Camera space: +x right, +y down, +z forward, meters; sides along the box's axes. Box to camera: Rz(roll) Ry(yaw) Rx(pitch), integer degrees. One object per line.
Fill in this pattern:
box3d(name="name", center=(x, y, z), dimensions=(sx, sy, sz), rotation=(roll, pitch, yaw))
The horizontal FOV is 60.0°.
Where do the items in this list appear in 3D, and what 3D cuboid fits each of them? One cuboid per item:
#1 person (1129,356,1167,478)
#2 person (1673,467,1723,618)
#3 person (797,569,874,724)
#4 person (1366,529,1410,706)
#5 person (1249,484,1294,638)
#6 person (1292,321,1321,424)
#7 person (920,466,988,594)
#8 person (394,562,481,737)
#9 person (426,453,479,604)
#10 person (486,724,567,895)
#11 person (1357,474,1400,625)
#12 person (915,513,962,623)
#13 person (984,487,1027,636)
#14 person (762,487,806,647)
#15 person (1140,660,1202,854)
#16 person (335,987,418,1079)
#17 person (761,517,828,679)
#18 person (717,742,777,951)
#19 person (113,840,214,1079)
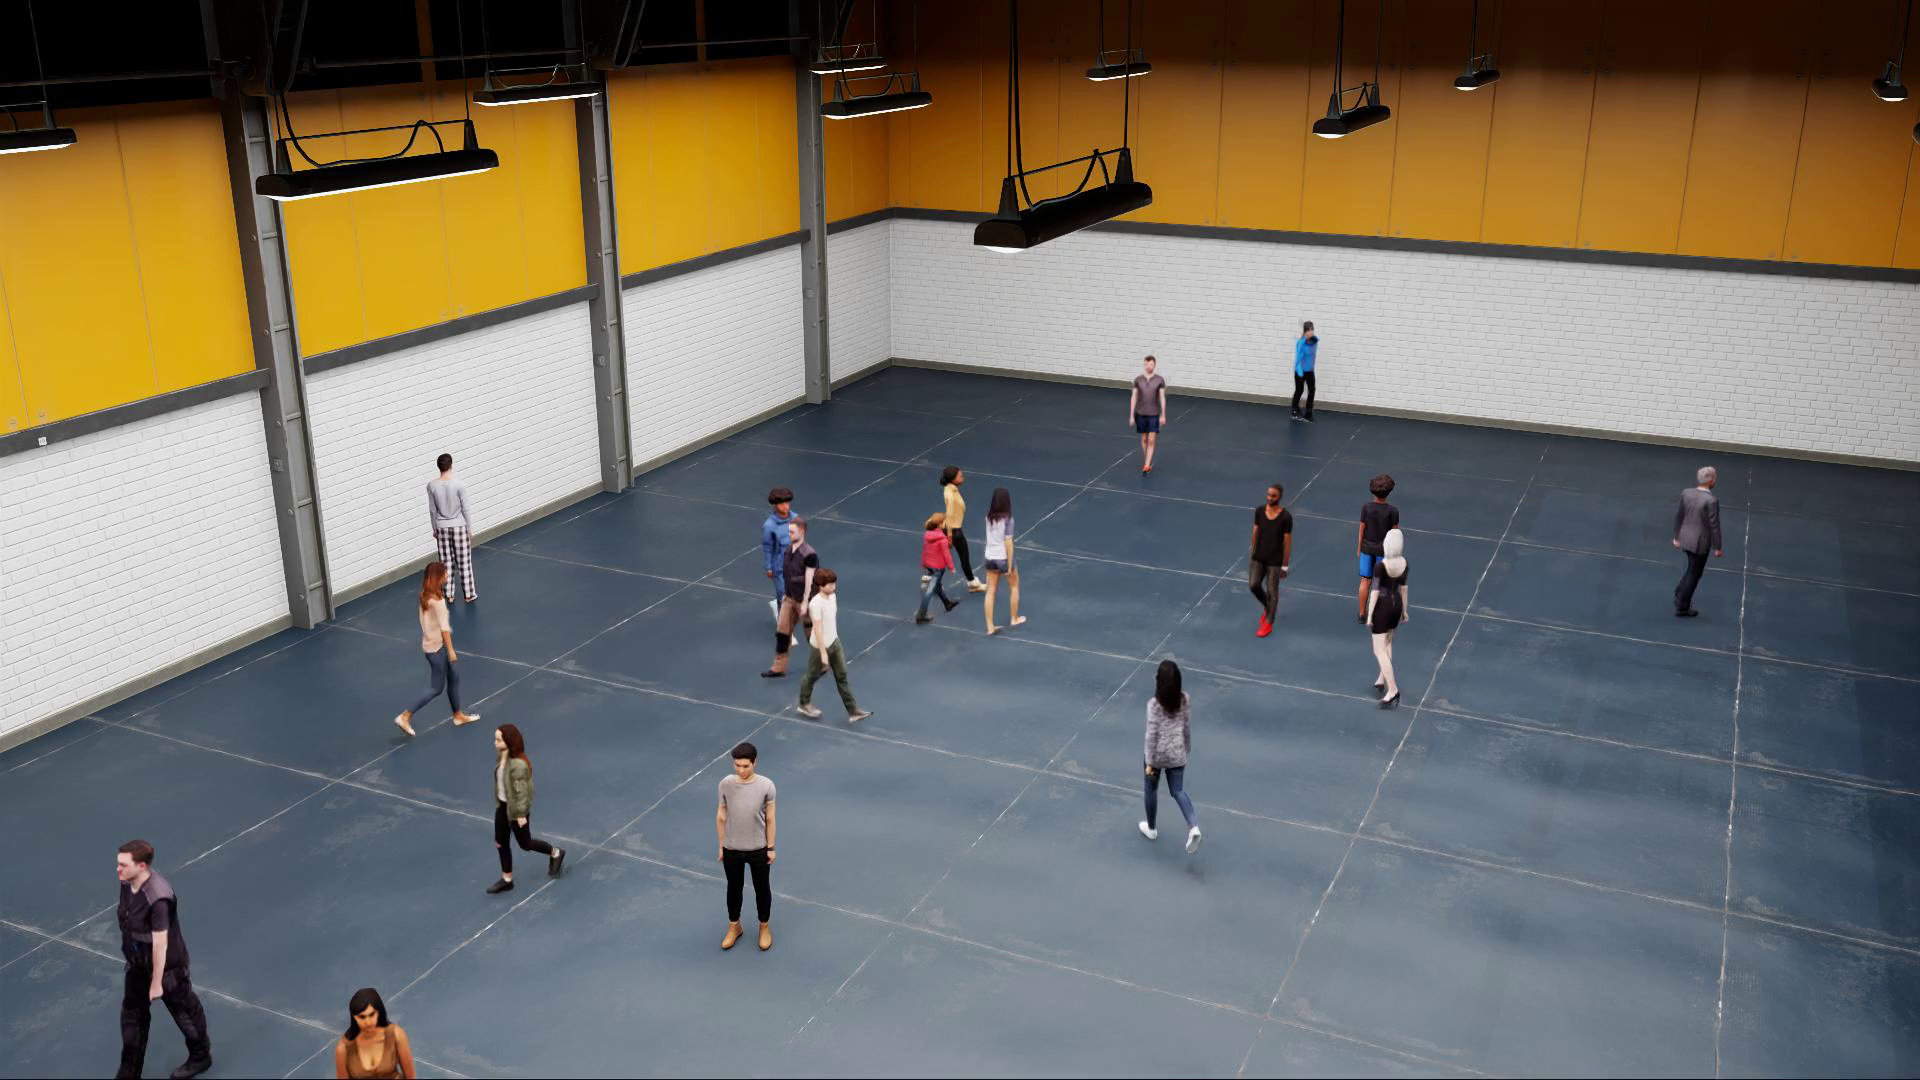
box3d(name="person", center=(2.864, -1.894, 25.241), dimensions=(0.800, 1.812, 1.186), rotation=(5, 19, 15))
box3d(name="person", center=(8.573, 0.033, 19.493), dimensions=(0.901, 1.827, 0.819), rotation=(-4, 19, -13))
box3d(name="person", center=(-1.434, 1.075, 16.744), dimensions=(0.718, 1.608, 1.062), rotation=(10, 21, 28))
box3d(name="person", center=(4.459, 0.800, 17.254), dimensions=(0.890, 1.803, 0.940), rotation=(-11, 22, -30))
box3d(name="person", center=(3.587, 0.200, 19.046), dimensions=(0.750, 1.796, 0.793), rotation=(14, 23, 37))
box3d(name="person", center=(5.811, -2.846, 28.162), dimensions=(0.922, 1.751, 0.965), rotation=(-12, 22, -32))
box3d(name="person", center=(-0.173, -0.094, 20.195), dimensions=(1.046, 1.620, 1.116), rotation=(-2, 19, -6))
box3d(name="person", center=(-5.248, 1.108, 16.407), dimensions=(1.127, 1.760, 0.978), rotation=(-10, 21, -27))
box3d(name="person", center=(-6.106, -0.142, 19.980), dimensions=(0.702, 1.847, 0.694), rotation=(-1, 19, -2))
box3d(name="person", center=(-3.601, 2.193, 13.663), dimensions=(1.006, 1.455, 0.803), rotation=(-16, 24, -40))
box3d(name="person", center=(4.837, 0.112, 19.308), dimensions=(0.603, 1.796, 0.526), rotation=(9, 20, 24))
box3d(name="person", center=(-0.346, 0.347, 19.419), dimensions=(0.987, 1.279, 0.807), rotation=(-13, 22, -33))
box3d(name="person", center=(0.395, 0.266, 18.986), dimensions=(0.697, 1.709, 0.887), rotation=(13, 22, 33))
box3d(name="person", center=(-2.006, 0.255, 18.888), dimensions=(1.030, 1.793, 1.002), rotation=(-13, 23, -34))
box3d(name="person", center=(1.795, 1.881, 14.195), dimensions=(1.061, 1.707, 1.095), rotation=(-8, 20, -22))
box3d(name="person", center=(-3.454, 3.365, 9.885), dimensions=(1.057, 1.645, 1.037), rotation=(-10, 21, -26))
box3d(name="person", center=(-1.601, 0.616, 17.782), dimensions=(1.046, 1.815, 0.878), rotation=(-17, 25, -42))
box3d(name="person", center=(-1.642, 2.337, 12.830), dimensions=(0.672, 1.713, 0.644), rotation=(1, 19, 4))
box3d(name="person", center=(-5.324, 2.819, 11.221), dimensions=(0.887, 1.826, 1.041), rotation=(14, 23, 36))
